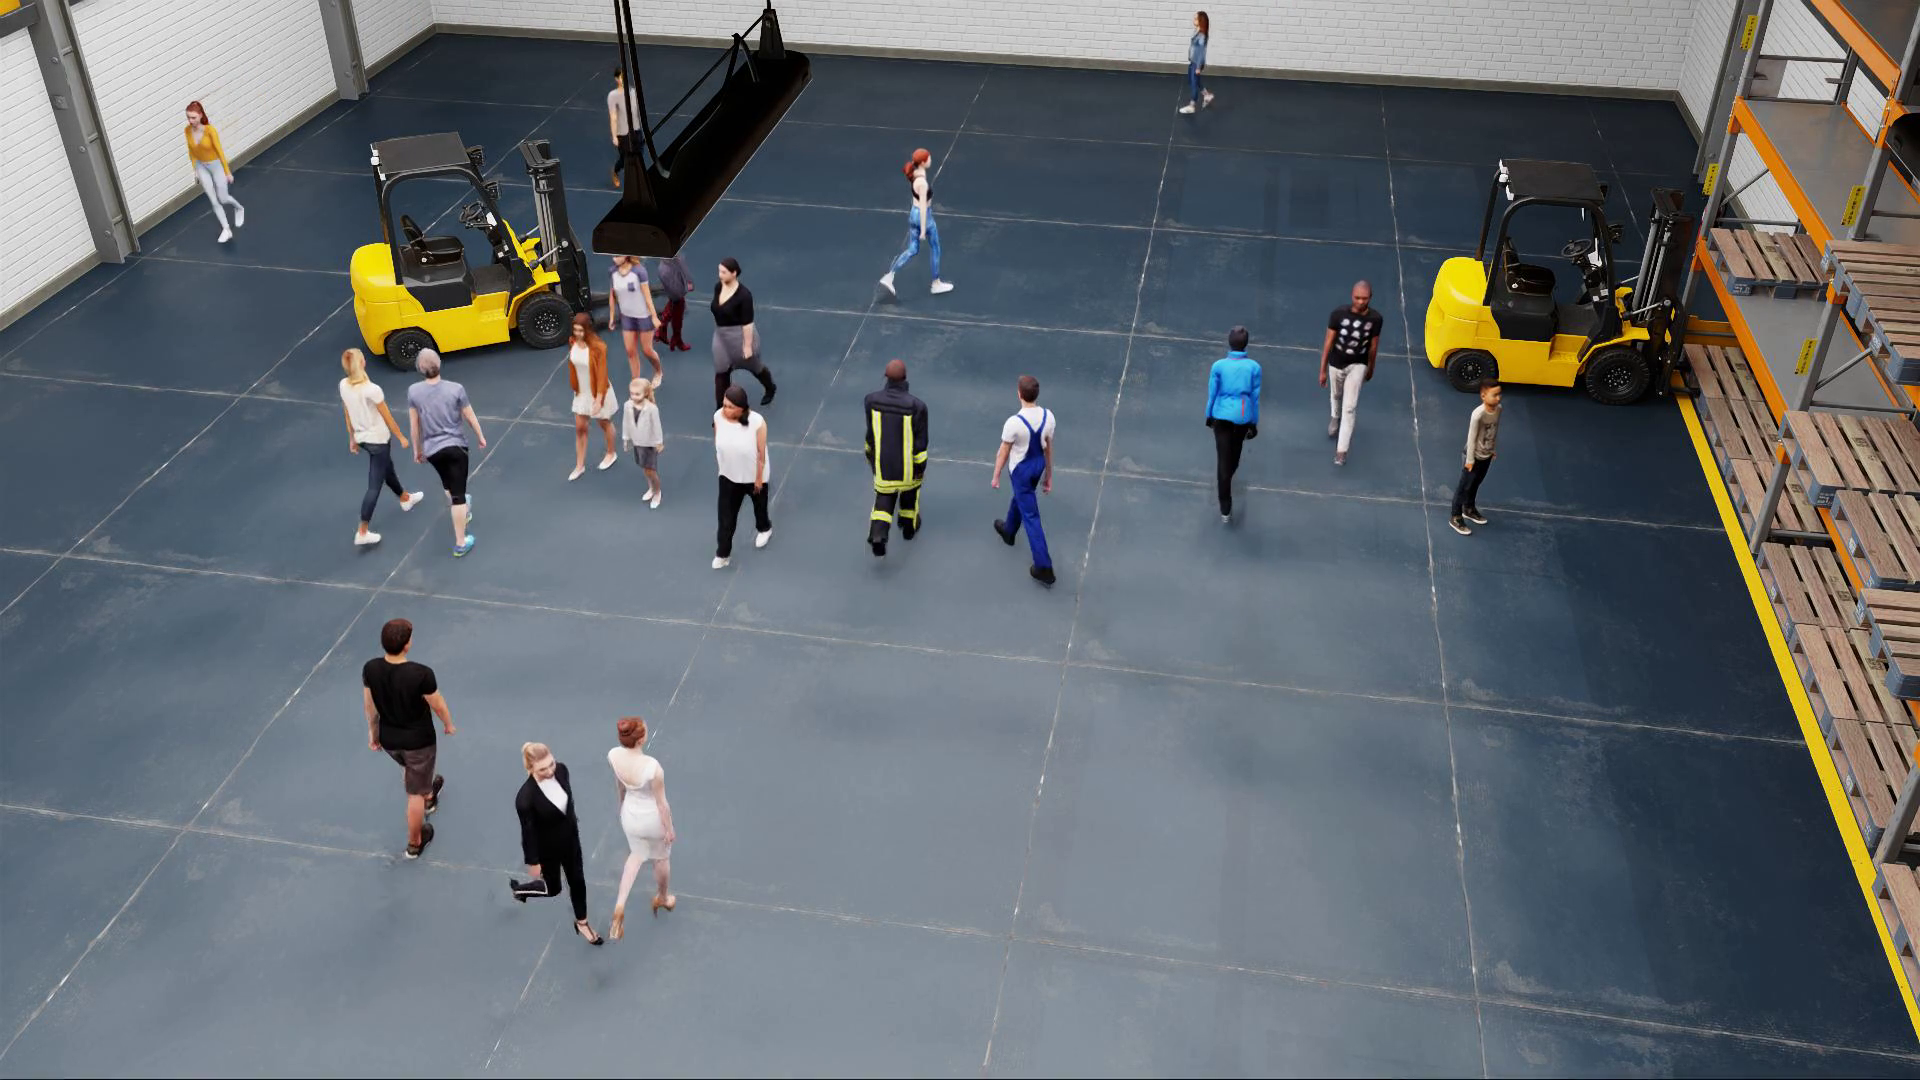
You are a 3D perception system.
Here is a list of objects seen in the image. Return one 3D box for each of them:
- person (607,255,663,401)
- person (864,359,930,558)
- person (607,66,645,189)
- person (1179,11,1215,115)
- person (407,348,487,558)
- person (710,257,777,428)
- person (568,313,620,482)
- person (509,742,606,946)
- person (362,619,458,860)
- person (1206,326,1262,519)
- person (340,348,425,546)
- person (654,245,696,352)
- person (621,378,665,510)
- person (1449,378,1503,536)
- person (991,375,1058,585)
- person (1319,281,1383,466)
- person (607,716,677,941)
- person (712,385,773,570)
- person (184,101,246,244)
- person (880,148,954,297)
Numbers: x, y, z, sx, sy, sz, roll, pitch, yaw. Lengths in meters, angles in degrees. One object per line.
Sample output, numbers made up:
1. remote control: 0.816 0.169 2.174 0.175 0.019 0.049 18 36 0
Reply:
1. person: -3.238 -2.255 16.835 0.754 1.701 0.803 14 36 20
2. person: -0.561 -0.683 14.380 0.805 1.799 1.134 9 35 13
3. person: -4.291 -5.251 21.336 0.930 1.708 0.957 -27 42 -34
4. person: 3.486 -6.897 24.028 0.737 1.470 0.737 -3 34 -4
5. person: -4.465 -0.712 14.383 0.822 1.845 1.141 1 34 1
6. person: -2.124 -1.978 16.398 0.976 1.722 1.171 24 40 31
7. person: -3.380 -1.419 15.591 0.726 1.685 0.905 12 36 18
8. person: -2.650 1.917 10.571 0.866 1.686 0.963 15 36 21
9. person: -3.769 1.393 11.228 0.668 1.833 0.962 6 34 9
10. person: 2.433 -1.023 14.939 0.723 1.747 1.228 3 34 4
11. person: -5.196 -0.786 14.566 0.901 1.767 1.253 18 38 25
12. person: -3.123 -2.751 17.579 0.830 1.703 0.771 -19 38 -26
13. person: -2.861 -0.940 15.251 0.584 1.264 0.636 15 37 22
14. person: 4.616 -0.775 14.822 0.617 1.465 0.691 -25 41 -33
15. person: 0.604 -0.476 14.072 1.192 1.797 1.329 -17 37 -24
16. person: 3.710 -1.676 15.925 0.766 1.743 1.301 9 35 14
17. person: -2.069 1.857 10.581 0.746 1.776 0.960 16 37 23
18. person: -1.839 -0.607 14.402 0.713 1.649 1.083 9 35 13
19. person: -9.054 -4.511 20.201 0.596 1.731 0.822 4 34 6
20. person: -0.519 -3.532 18.702 1.062 1.760 1.108 -15 37 -22
